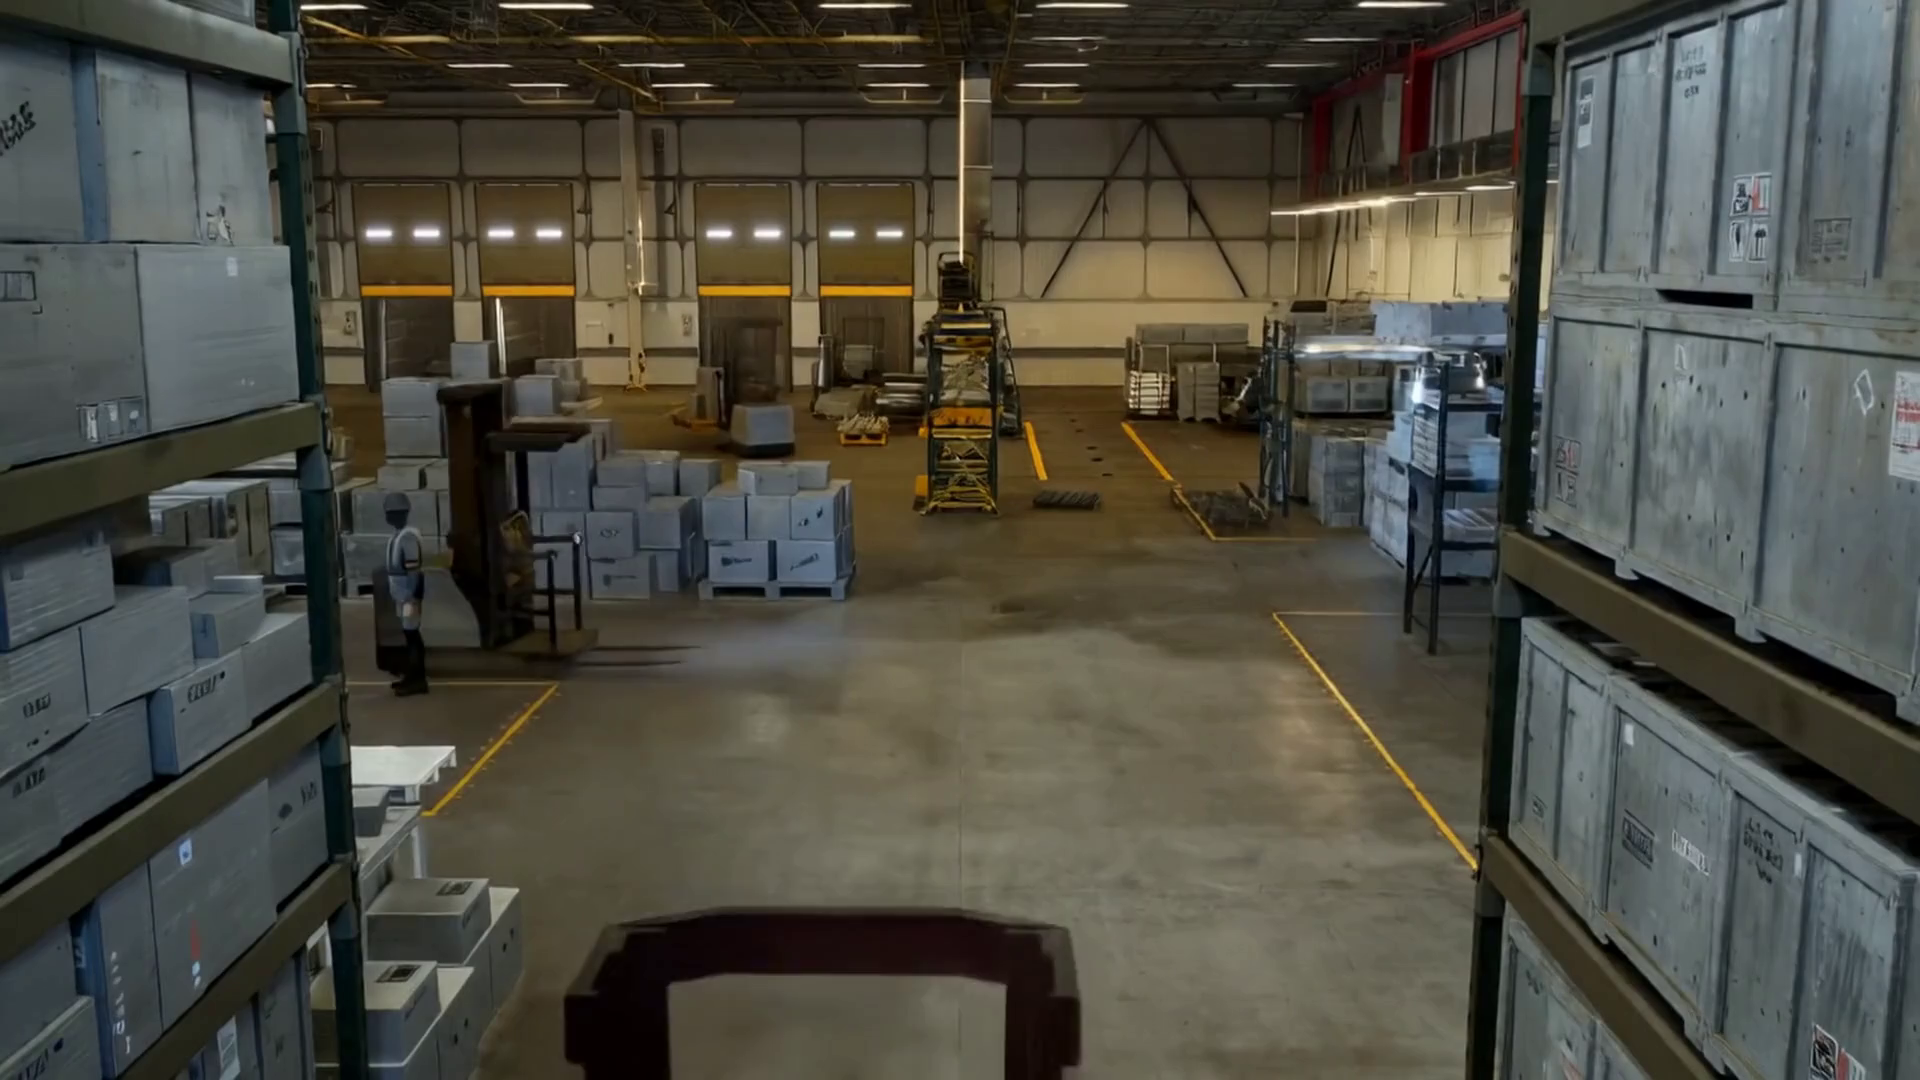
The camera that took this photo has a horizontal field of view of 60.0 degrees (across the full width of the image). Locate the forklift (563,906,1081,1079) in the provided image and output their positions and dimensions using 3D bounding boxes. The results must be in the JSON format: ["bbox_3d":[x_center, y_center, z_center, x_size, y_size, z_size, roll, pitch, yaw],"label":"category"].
[{"bbox_3d":[-0.244,2.140,3.358,1.129,2.768,1.873,0,10,1],"label":"forklift"}]

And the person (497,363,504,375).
[{"bbox_3d":[-9.260,-2.570,33.252,0.630,1.936,0.369,9,13,42],"label":"person"}]

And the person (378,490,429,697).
[{"bbox_3d":[-5.207,0.496,15.556,0.364,1.935,0.553,-5,11,-25],"label":"person"}]

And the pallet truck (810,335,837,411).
[{"bbox_3d":[-3.021,-4.312,43.126,1.885,1.965,0.823,3,10,17],"label":"pallet truck"}]

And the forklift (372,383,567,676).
[{"bbox_3d":[-4.779,-0.134,16.474,1.873,2.768,1.129,0,10,1],"label":"forklift"}]

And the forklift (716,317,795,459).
[{"bbox_3d":[-4.163,-3.123,33.721,1.129,2.768,1.873,-5,11,-25],"label":"forklift"}]
